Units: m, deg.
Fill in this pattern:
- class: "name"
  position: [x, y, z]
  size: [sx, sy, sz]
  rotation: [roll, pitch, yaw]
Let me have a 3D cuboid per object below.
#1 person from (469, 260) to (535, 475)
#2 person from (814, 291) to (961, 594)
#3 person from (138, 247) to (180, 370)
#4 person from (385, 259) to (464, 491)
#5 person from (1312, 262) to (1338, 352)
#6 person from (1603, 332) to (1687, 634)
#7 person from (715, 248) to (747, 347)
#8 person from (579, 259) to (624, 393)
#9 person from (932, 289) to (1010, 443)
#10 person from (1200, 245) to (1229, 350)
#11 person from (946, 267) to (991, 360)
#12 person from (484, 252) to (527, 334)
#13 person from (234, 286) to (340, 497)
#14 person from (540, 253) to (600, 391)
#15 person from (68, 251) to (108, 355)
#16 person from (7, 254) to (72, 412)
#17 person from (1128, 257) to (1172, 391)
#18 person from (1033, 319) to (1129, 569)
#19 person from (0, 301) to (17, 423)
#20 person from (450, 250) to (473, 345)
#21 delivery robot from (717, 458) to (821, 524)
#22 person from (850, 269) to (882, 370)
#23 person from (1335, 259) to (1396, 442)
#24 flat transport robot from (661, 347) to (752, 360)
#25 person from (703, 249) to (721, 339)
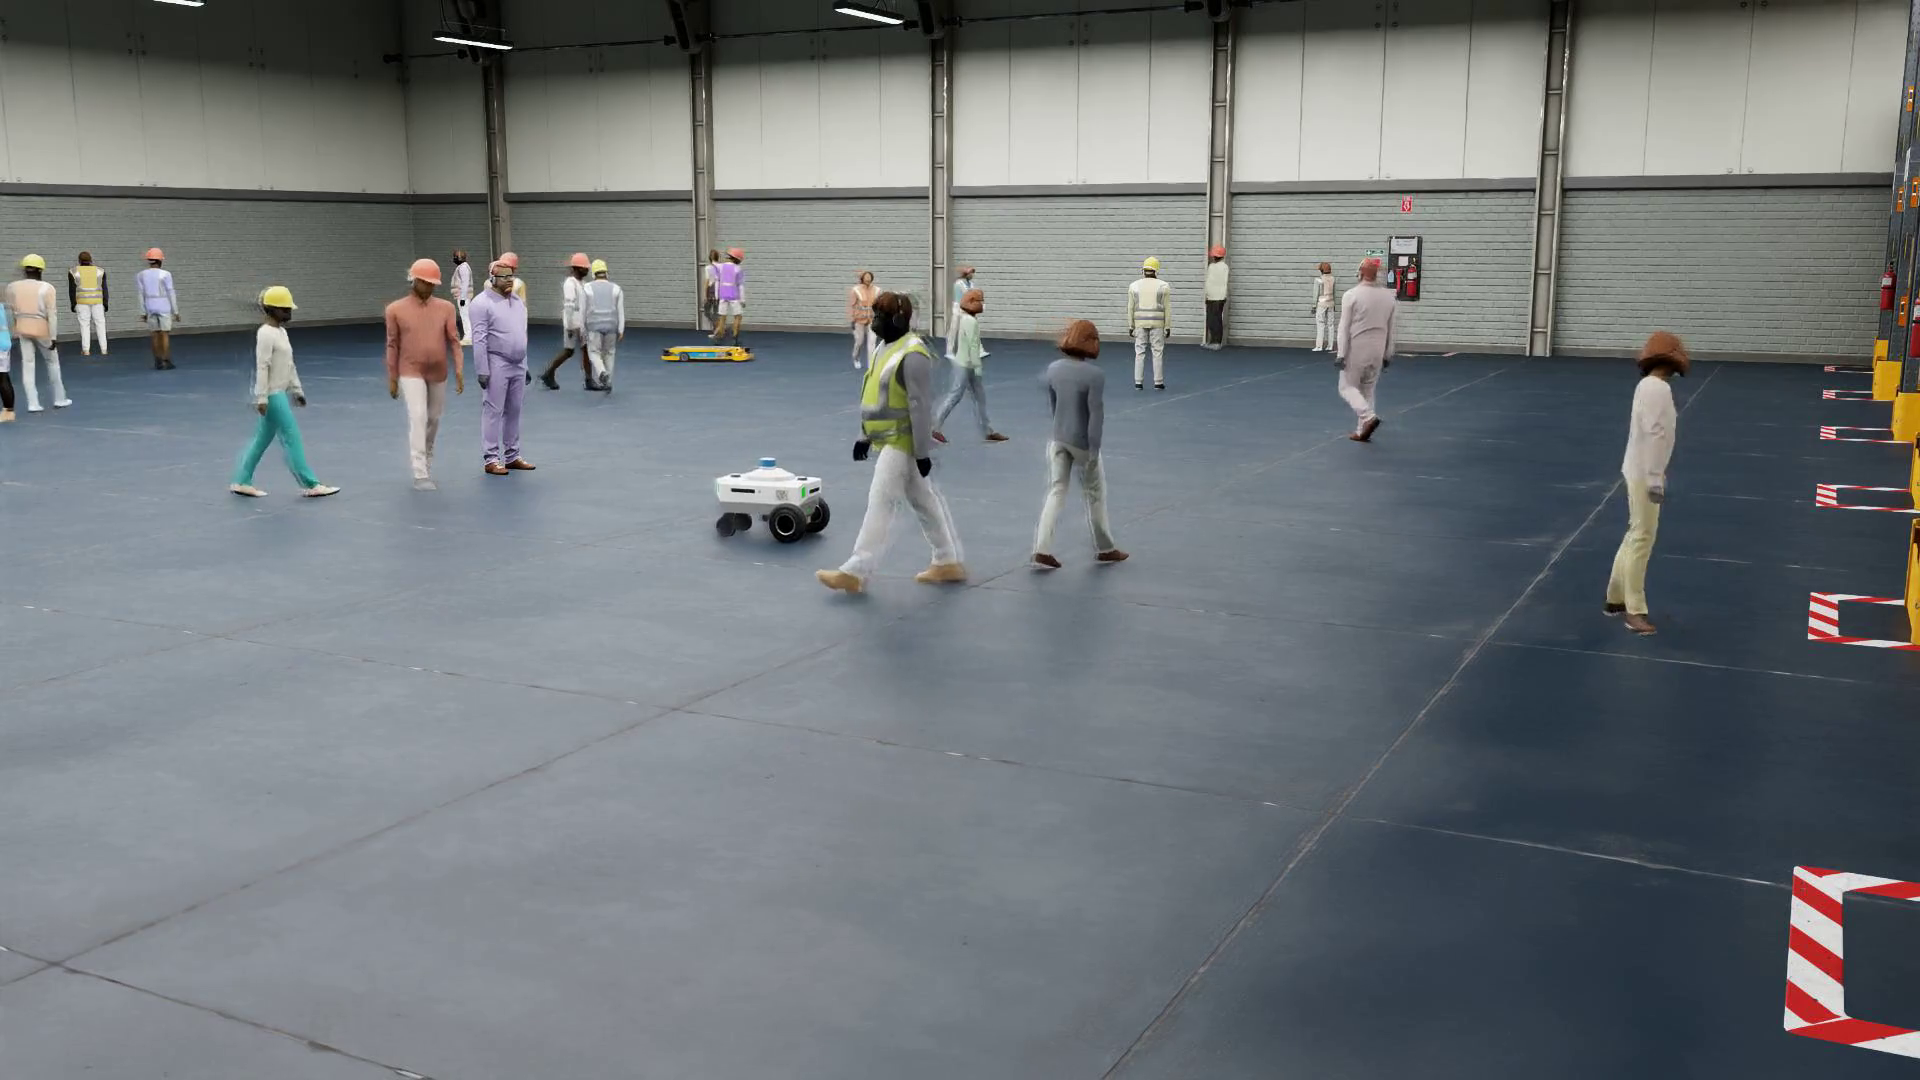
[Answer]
- class: "person"
  position: [-4.083, -1.547, 14.939]
  size: [0.403, 1.906, 0.651]
  rotation: [5, 12, 25]
- class: "person"
  position: [-0.404, -0.583, 9.994]
  size: [0.976, 1.799, 0.616]
  rotation: [-3, 11, -16]
- class: "person"
  position: [-12.697, -3.660, 26.383]
  size: [0.549, 1.937, 0.367]
  rotation: [1, 10, 6]
- class: "person"
  position: [-4.619, -1.434, 14.266]
  size: [0.616, 1.951, 0.942]
  rotation: [-8, 13, -37]
- class: "person"
  position: [6.699, -4.276, 30.548]
  size: [0.510, 1.639, 0.308]
  rotation: [-5, 11, -23]
- class: "person"
  position: [3.743, -0.317, 9.041]
  size: [0.318, 1.615, 0.597]
  rotation: [3, 11, 17]
- class: "person"
  position: [-4.367, -4.607, 31.694]
  size: [0.667, 1.887, 0.387]
  rotation: [3, 11, 16]
- class: "person"
  position: [-4.803, -2.864, 22.368]
  size: [0.613, 1.811, 0.555]
  rotation: [-5, 11, -23]
- class: "person"
  position: [0.054, -1.787, 17.115]
  size: [0.859, 1.588, 0.514]
  rotation: [0, 10, -2]
- class: "person"
  position: [4.764, -4.525, 31.071]
  size: [0.375, 1.957, 0.731]
  rotation: [-4, 11, -23]
- class: "person"
  position: [0.106, -3.863, 28.431]
  size: [0.884, 1.586, 0.520]
  rotation: [8, 13, 38]
- class: "person"
  position: [-6.013, -2.838, 21.978]
  size: [0.571, 1.908, 0.543]
  rotation: [-2, 11, -11]
- class: "person"
  position: [-5.555, -1.191, 13.493]
  size: [0.829, 1.719, 0.531]
  rotation: [-2, 11, -11]
- class: "person"
  position: [-5.348, -2.982, 22.807]
  size: [0.859, 1.905, 0.554]
  rotation: [3, 11, 14]
- class: "person"
  position: [-15.579, -4.231, 29.750]
  size: [0.637, 1.840, 0.429]
  rotation: [-8, 13, -37]
- class: "person"
  position: [-11.232, -2.521, 20.284]
  size: [0.599, 1.887, 0.868]
  rotation: [-1, 10, -6]
- class: "person"
  position: [2.611, -2.964, 22.864]
  size: [0.600, 1.831, 0.404]
  rotation: [3, 11, 15]
- class: "person"
  position: [0.757, -0.613, 10.655]
  size: [0.503, 1.601, 0.742]
  rotation: [10, 14, 43]
- class: "person"
  position: [-10.990, -2.177, 18.941]
  size: [0.317, 1.695, 0.540]
  rotation: [-4, 11, -19]
- class: "person"
  position: [-9.683, -4.708, 32.350]
  size: [0.429, 1.840, 0.635]
  rotation: [-3, 11, -15]
- class: "delivery robot"
  position: [-1.354, -0.338, 11.775]
  size: [0.707, 0.478, 0.477]
  rotation: [3, 11, 18]
- class: "person"
  position: [-1.489, -3.421, 25.941]
  size: [0.527, 1.614, 0.682]
  rotation: [-3, 11, -18]
- class: "person"
  position: [4.163, -1.919, 17.016]
  size: [0.658, 1.886, 0.545]
  rotation: [-5, 11, -24]
- class: "flat transport robot"
  position: [-4.309, -3.181, 28.307]
  size: [1.431, 0.197, 0.652]
  rotation: [0, 10, 2]
- class: "person"
  position: [-5.044, -5.040, 34.170]
  size: [0.431, 1.835, 0.547]
  rotation: [9, 14, 42]
